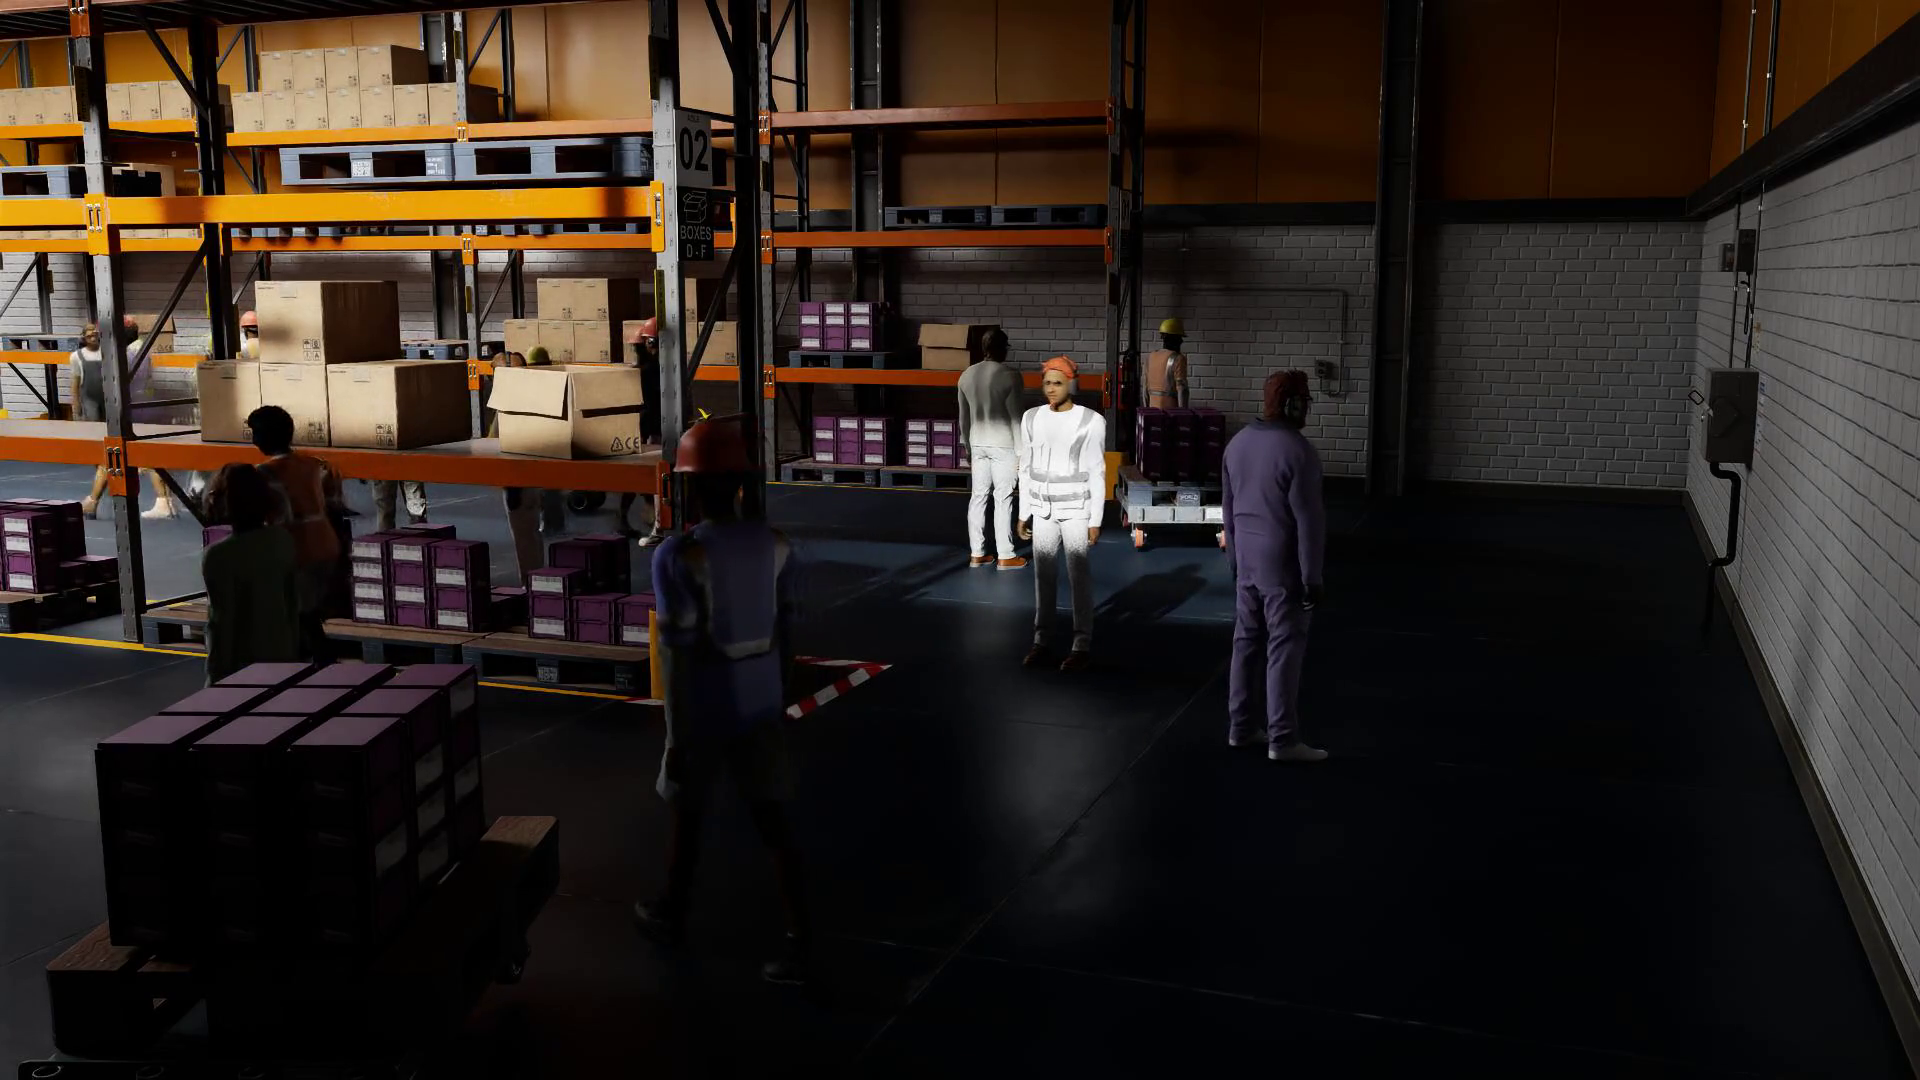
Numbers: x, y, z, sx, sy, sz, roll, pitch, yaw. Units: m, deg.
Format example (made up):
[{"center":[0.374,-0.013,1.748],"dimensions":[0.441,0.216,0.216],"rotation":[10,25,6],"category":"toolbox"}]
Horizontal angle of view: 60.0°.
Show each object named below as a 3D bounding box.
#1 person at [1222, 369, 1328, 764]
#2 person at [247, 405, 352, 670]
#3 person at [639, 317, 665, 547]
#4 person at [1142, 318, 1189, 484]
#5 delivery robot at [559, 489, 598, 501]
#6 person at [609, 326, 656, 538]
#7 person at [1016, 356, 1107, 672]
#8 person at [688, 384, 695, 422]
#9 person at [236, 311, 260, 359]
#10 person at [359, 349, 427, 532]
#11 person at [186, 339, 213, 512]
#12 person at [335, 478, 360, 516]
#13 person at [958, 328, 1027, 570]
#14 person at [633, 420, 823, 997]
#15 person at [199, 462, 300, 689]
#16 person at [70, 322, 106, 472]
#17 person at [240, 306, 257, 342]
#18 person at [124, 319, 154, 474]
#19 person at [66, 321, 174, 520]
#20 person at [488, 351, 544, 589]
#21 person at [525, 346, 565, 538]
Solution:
[{"center":[1.558,0.124,8.100],"dimensions":[0.403,1.906,0.651],"rotation":[-5,10,-29],"category":"person"},{"center":[-3.591,0.101,8.977],"dimensions":[0.818,1.649,0.551],"rotation":[5,10,27],"category":"person"},{"center":[-2.595,-0.935,14.466],"dimensions":[0.379,1.996,0.611],"rotation":[5,10,27],"category":"person"},{"center":[2.099,-1.273,16.825],"dimensions":[0.383,1.922,0.587],"rotation":[-6,11,-35],"category":"person"},{"center":[-3.954,-0.594,16.546],"dimensions":[0.707,0.478,0.477],"rotation":[1,9,4],"category":"delivery robot"},{"center":[-2.855,-0.944,14.808],"dimensions":[0.661,1.910,0.565],"rotation":[0,9,2],"category":"person"},{"center":[0.606,-0.156,9.961],"dimensions":[0.579,1.877,0.345],"rotation":[6,11,34],"category":"person"},{"center":[-2.590,-0.987,15.212],"dimensions":[0.330,1.866,0.512],"rotation":[-3,9,-16],"category":"person"},{"center":[-8.275,-1.717,19.570],"dimensions":[0.377,1.932,0.552],"rotation":[8,12,42],"category":"person"},{"center":[-4.418,-0.621,13.017],"dimensions":[0.605,1.829,0.404],"rotation":[-5,10,-27],"category":"person"},{"center":[-7.300,-1.151,16.515],"dimensions":[0.950,1.779,0.599],"rotation":[0,9,1],"category":"person"},{"center":[-6.116,-1.112,16.337],"dimensions":[0.350,1.758,0.522],"rotation":[-9,12,-43],"category":"person"},{"center":[0.275,-0.725,13.334],"dimensions":[0.631,1.940,0.372],"rotation":[7,11,36],"category":"person"},{"center":[-0.776,0.543,5.560],"dimensions":[0.572,1.884,0.999],"rotation":[-8,12,-39],"category":"person"},{"center":[-2.785,0.505,6.560],"dimensions":[0.265,1.632,0.507],"rotation":[3,9,16],"category":"person"},{"center":[-10.134,-1.644,19.507],"dimensions":[0.503,1.821,0.801],"rotation":[-8,12,-40],"category":"person"},{"center":[-8.497,-1.908,20.440],"dimensions":[0.682,2.000,0.535],"rotation":[3,9,16],"category":"person"},{"center":[-9.828,-1.699,19.790],"dimensions":[0.429,1.837,0.625],"rotation":[-7,11,-37],"category":"person"},{"center":[-8.119,-1.177,15.997],"dimensions":[1.040,1.989,0.618],"rotation":[1,9,7],"category":"person"},{"center":[-3.078,-0.391,11.574],"dimensions":[0.429,1.835,0.626],"rotation":[-2,9,-11],"category":"person"},{"center":[-3.791,-0.870,14.915],"dimensions":[0.595,1.726,0.488],"rotation":[-8,12,-43],"category":"person"}]
